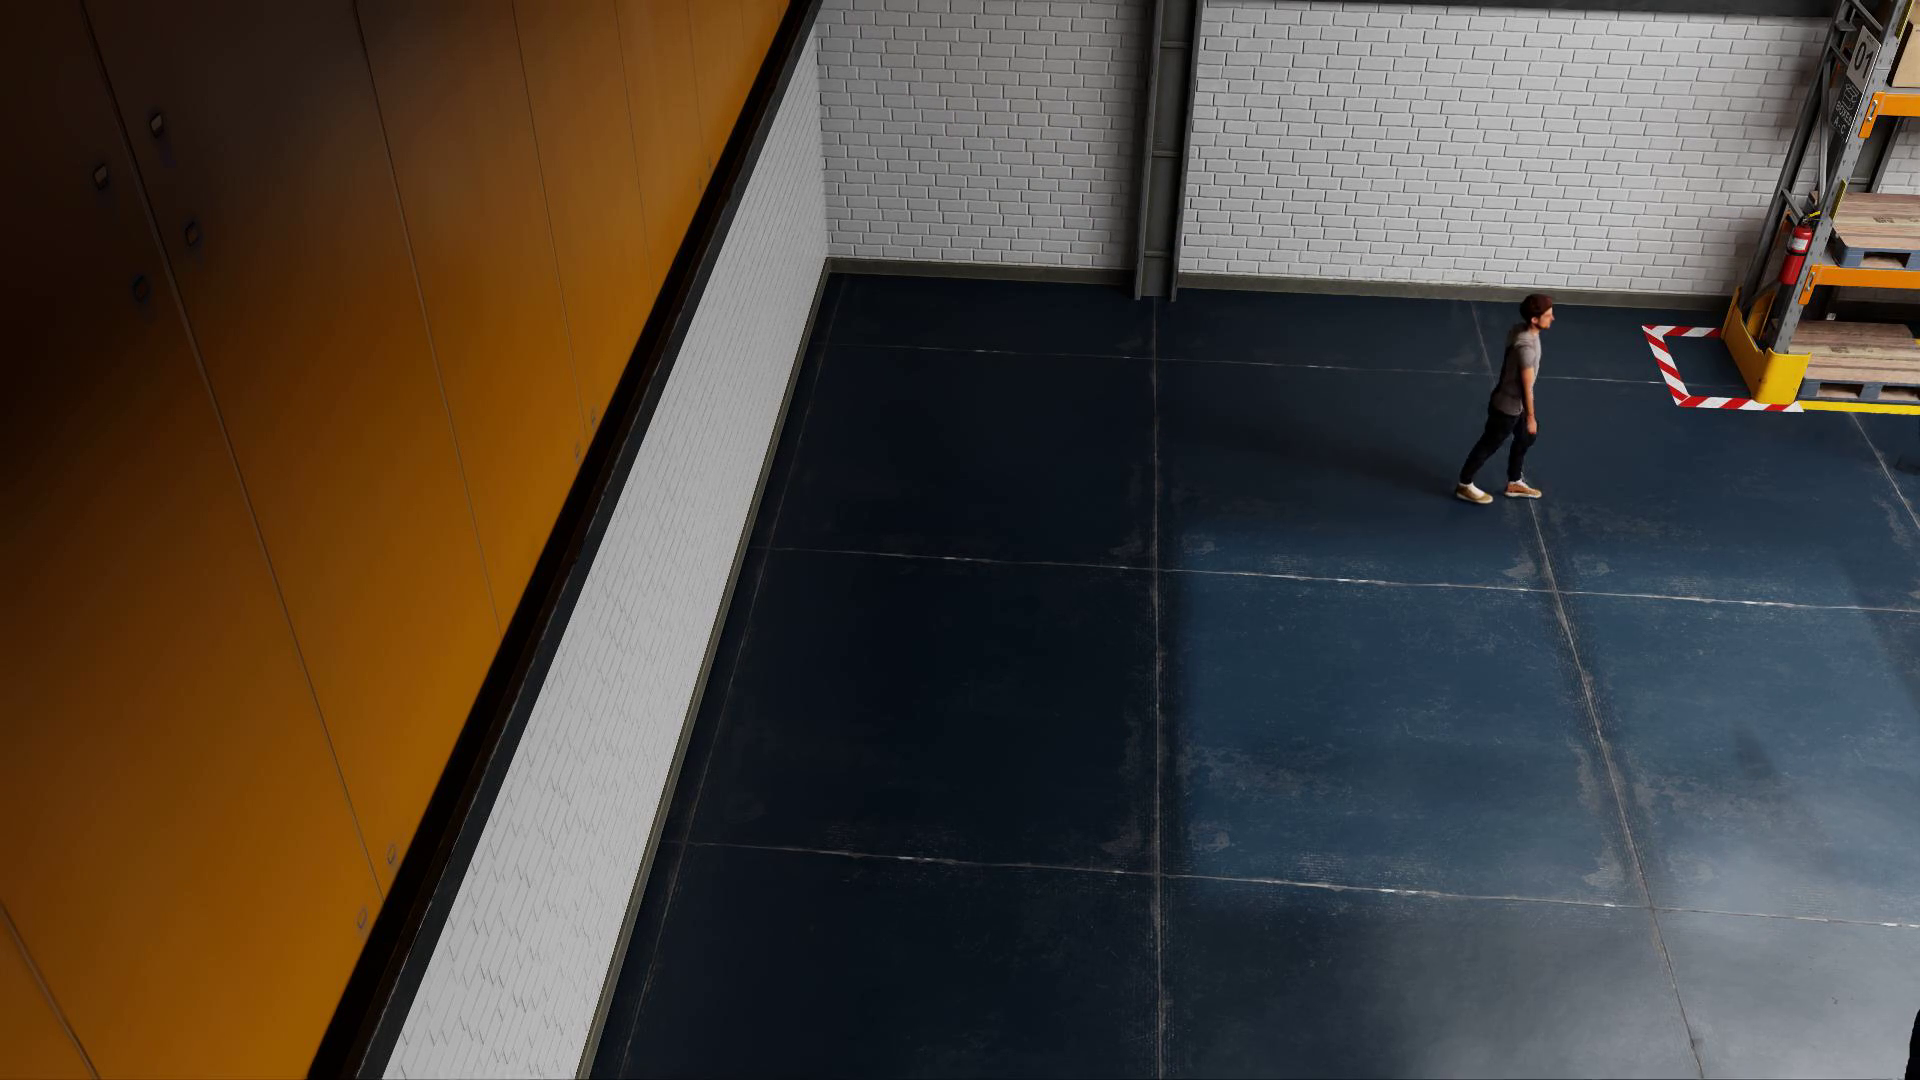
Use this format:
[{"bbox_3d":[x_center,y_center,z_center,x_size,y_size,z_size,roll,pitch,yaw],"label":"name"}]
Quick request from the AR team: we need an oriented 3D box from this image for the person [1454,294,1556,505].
[{"bbox_3d":[4.156,-1.074,12.839,0.979,1.868,0.815,15,41,18],"label":"person"}]
